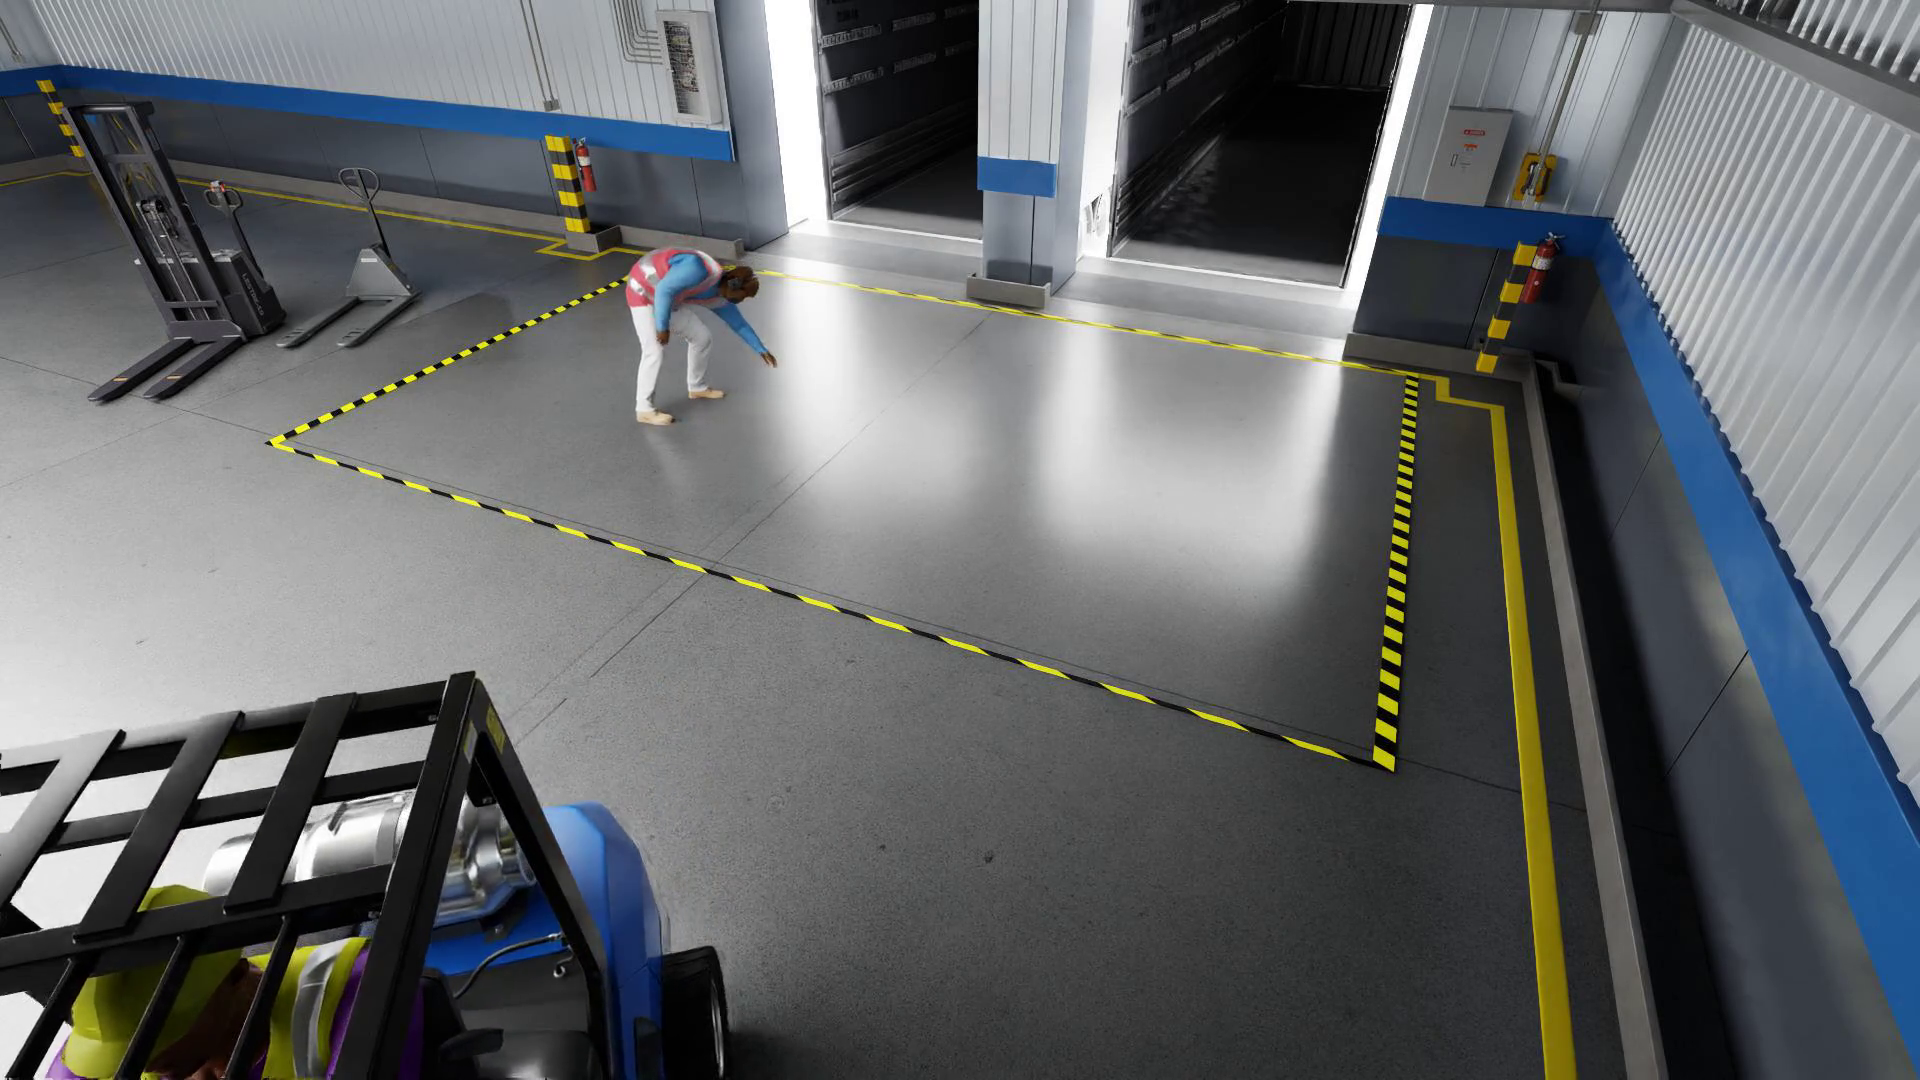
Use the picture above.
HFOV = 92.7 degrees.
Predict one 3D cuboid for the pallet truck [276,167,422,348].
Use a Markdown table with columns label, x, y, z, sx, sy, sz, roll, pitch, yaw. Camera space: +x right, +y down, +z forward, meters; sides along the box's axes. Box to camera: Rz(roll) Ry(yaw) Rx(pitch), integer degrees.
| label | x | y | z | sx | sy | sz | roll | pitch | yaw |
| --- | --- | --- | --- | --- | --- | --- | --- | --- | --- |
| pallet truck | -5.732 | -2.611 | 8.414 | 0.680 | 1.201 | 1.601 | -1 | 35 | -1 |

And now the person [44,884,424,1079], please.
| label | x | y | z | sx | sy | sz | roll | pitch | yaw |
| --- | --- | --- | --- | --- | --- | --- | --- | --- | --- |
| person | -1.221 | 1.311 | 1.508 | 0.635 | 1.294 | 1.004 | -8 | 36 | -12 |

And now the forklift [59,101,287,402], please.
| label | x | y | z | sx | sy | sz | roll | pitch | yaw |
| --- | --- | --- | --- | --- | --- | --- | --- | --- | --- |
| forklift | -6.686 | -2.387 | 7.434 | 0.823 | 1.965 | 1.885 | -3 | 35 | -5 |

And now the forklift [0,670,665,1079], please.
| label | x | y | z | sx | sy | sz | roll | pitch | yaw |
| --- | --- | --- | --- | --- | --- | --- | --- | --- | --- |
| forklift | -1.229 | 1.430 | 1.664 | 1.157 | 2.036 | 2.680 | -8 | 36 | -12 |

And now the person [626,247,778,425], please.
| label | x | y | z | sx | sy | sz | roll | pitch | yaw |
| --- | --- | --- | --- | --- | --- | --- | --- | --- | --- |
| person | -2.024 | -1.578 | 6.956 | 0.844 | 1.265 | 0.994 | 17 | 38 | 23 |
